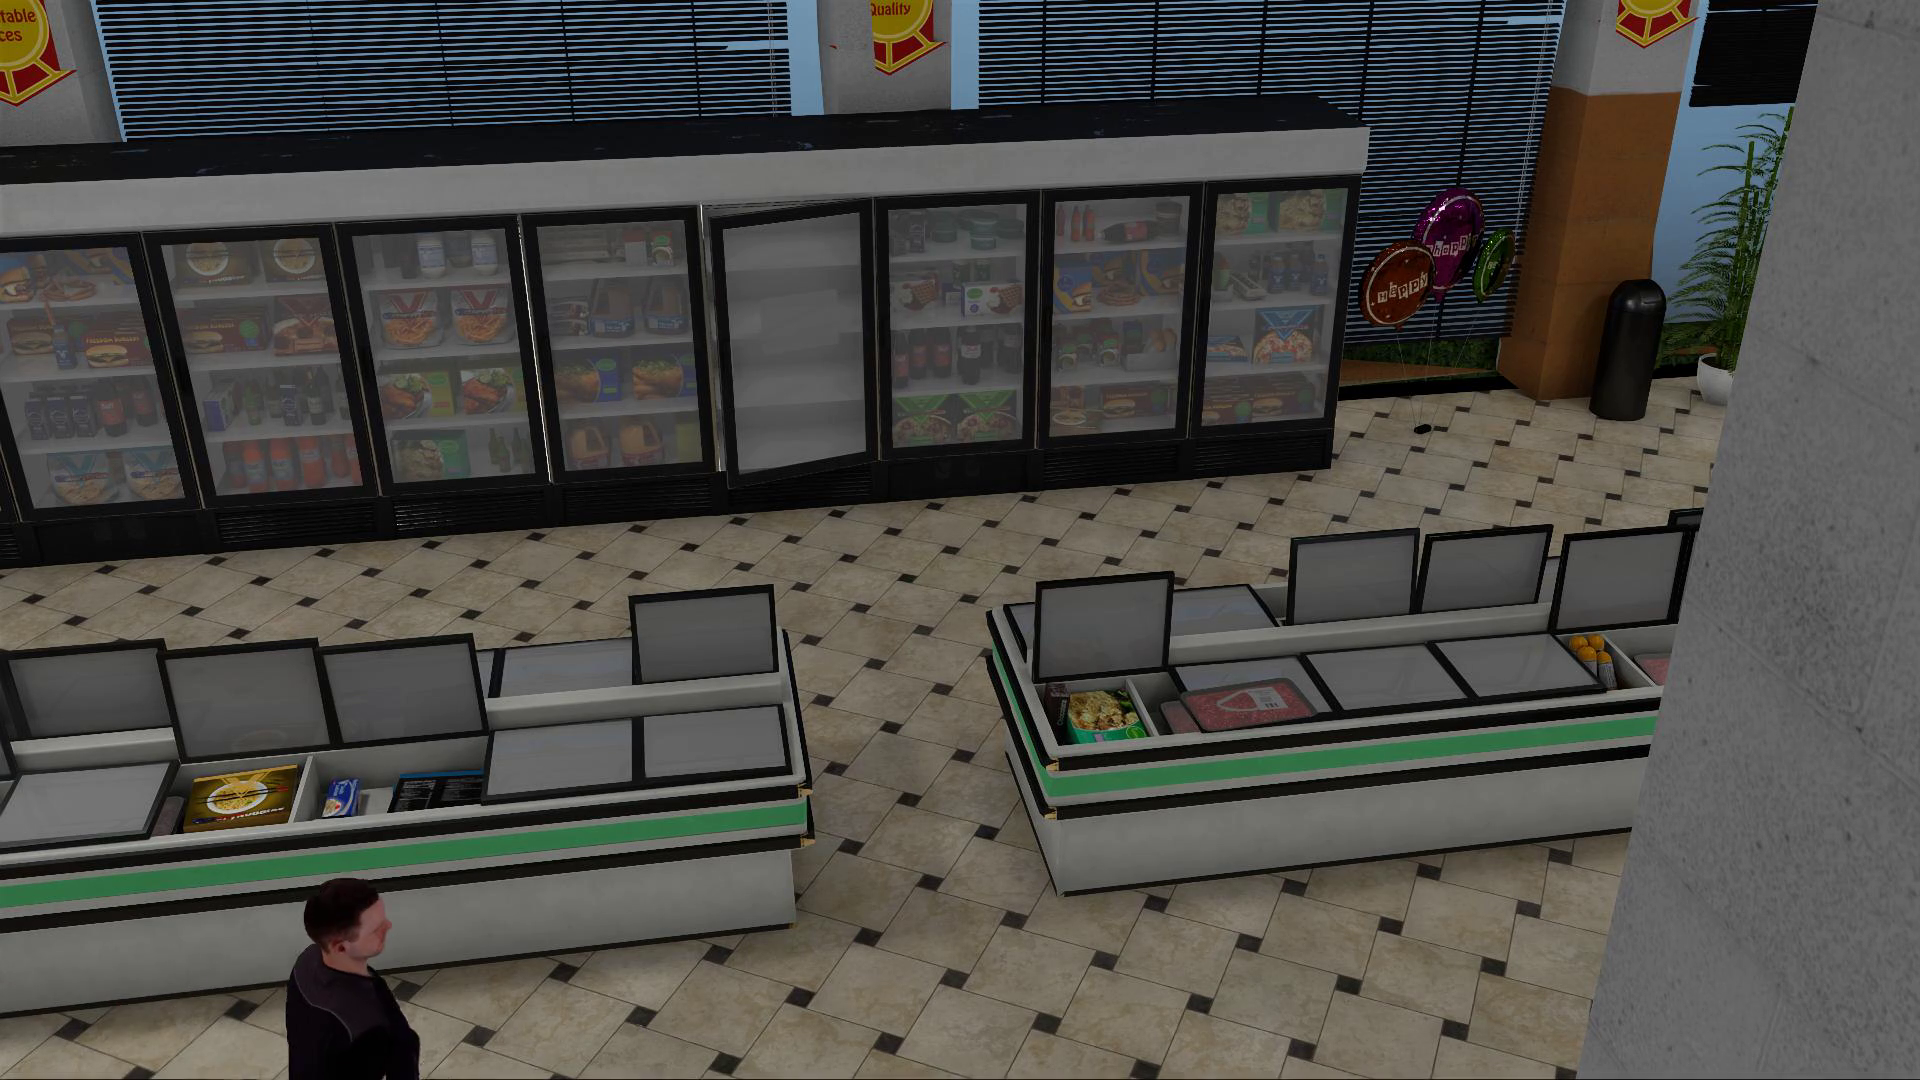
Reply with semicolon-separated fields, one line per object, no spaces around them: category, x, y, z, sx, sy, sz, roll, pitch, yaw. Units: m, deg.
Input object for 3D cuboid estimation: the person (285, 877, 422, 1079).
person;-1.833;1.782;4.756;1.301;1.799;1.014;-18;32;-31
